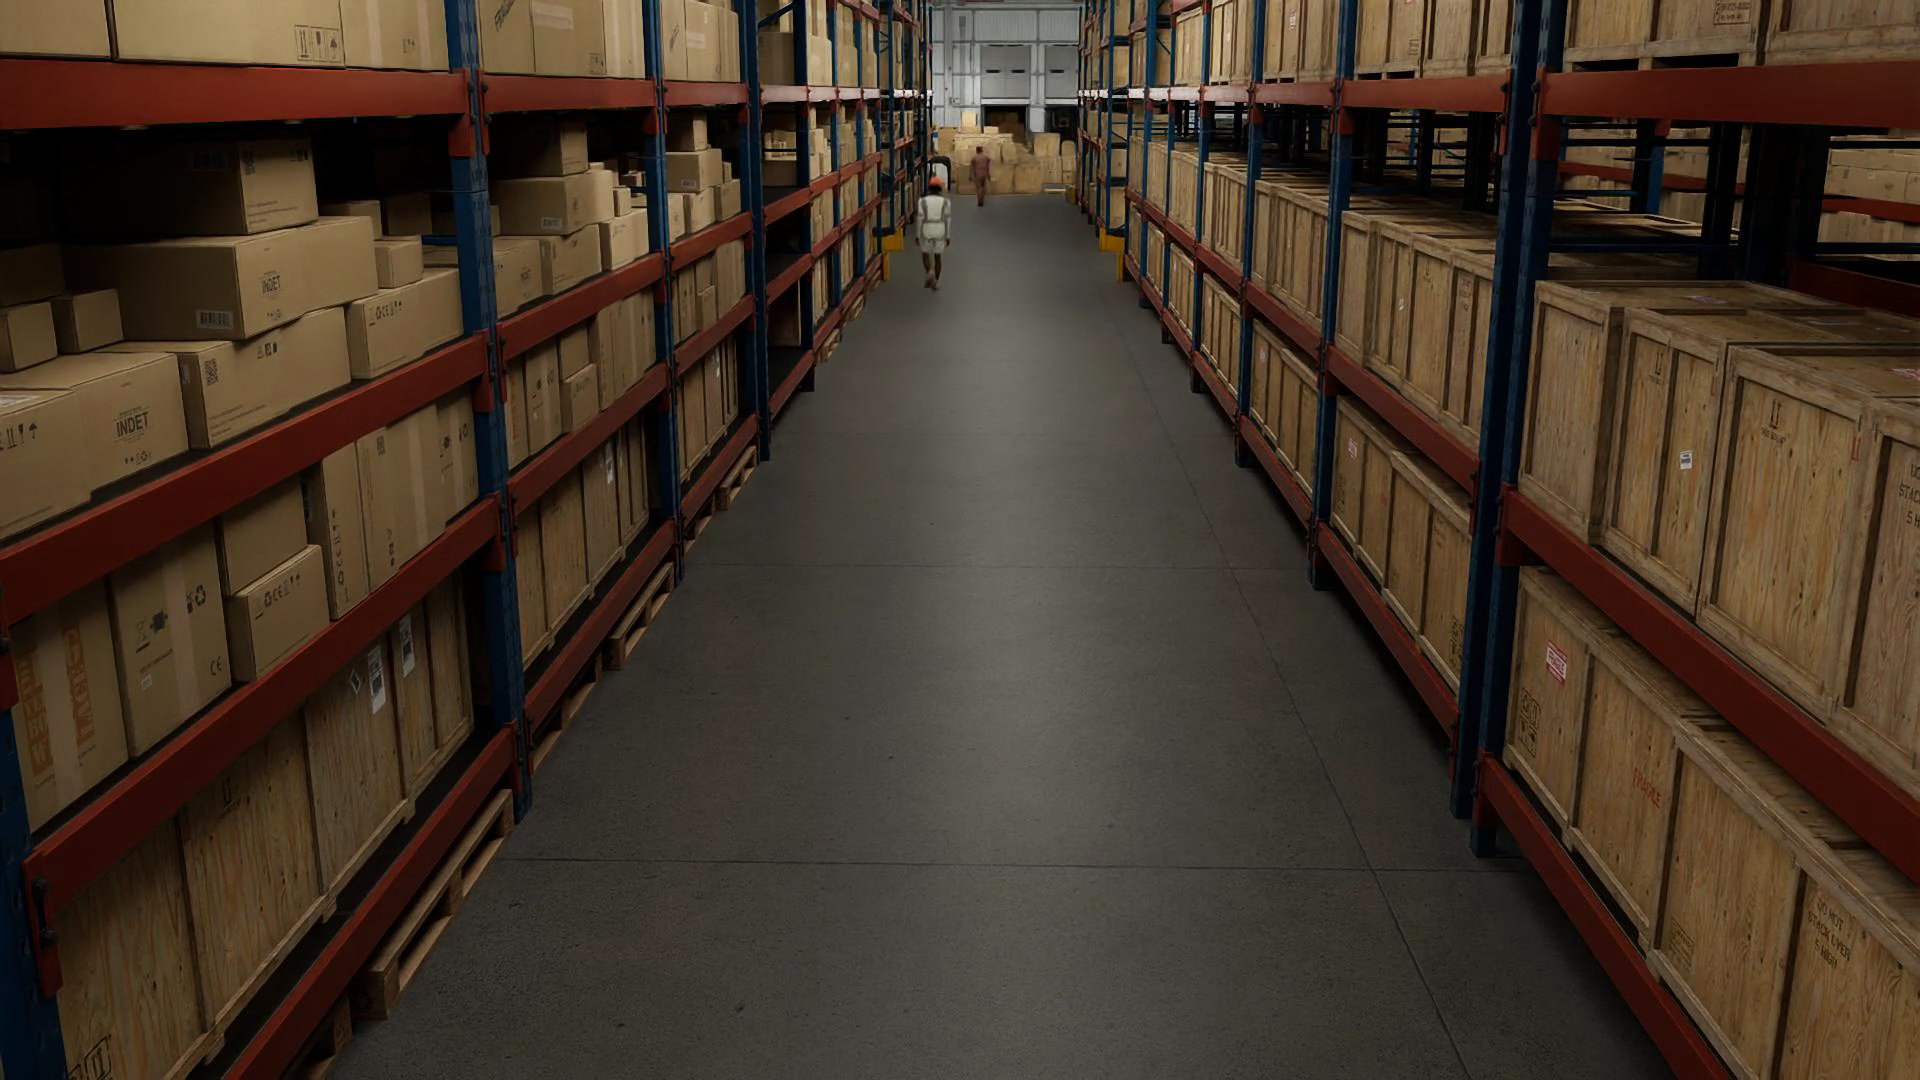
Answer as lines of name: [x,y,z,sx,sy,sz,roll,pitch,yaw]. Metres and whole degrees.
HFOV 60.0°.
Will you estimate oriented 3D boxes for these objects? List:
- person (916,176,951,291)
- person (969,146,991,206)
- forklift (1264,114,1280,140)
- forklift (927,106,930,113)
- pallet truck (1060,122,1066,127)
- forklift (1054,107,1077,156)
person: [-0.484,-5.524,29.965,0.657,2.020,0.620,-2,15,-8]
person: [0.592,-11.469,52.403,0.669,1.852,0.979,-6,16,-21]
forklift: [11.026,-13.991,59.848,1.129,2.768,1.873,0,15,2]
forklift: [-2.001,-20.667,84.687,1.129,2.768,1.873,0,15,2]
pallet truck: [5.788,-21.111,88.014,1.885,1.965,0.823,5,16,18]
forklift: [4.891,-18.858,77.956,1.129,2.768,1.873,-7,17,-24]
